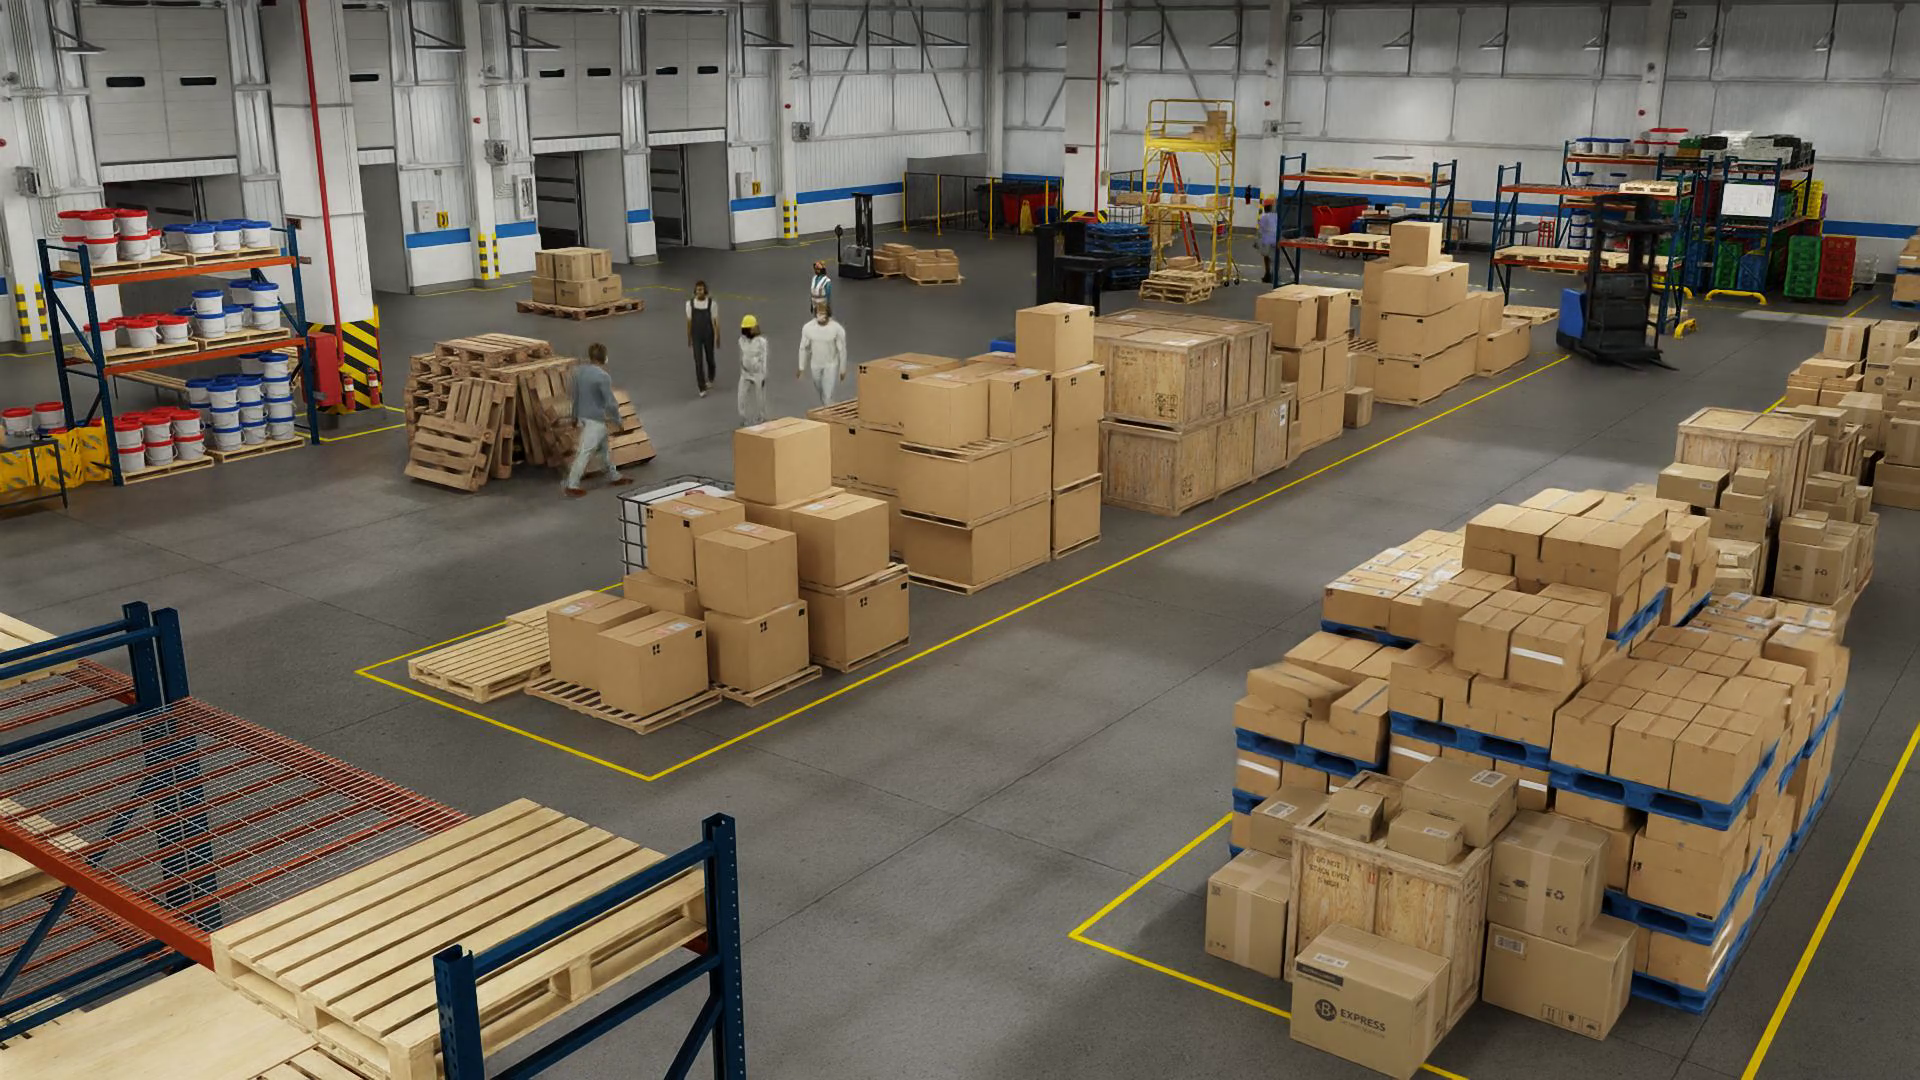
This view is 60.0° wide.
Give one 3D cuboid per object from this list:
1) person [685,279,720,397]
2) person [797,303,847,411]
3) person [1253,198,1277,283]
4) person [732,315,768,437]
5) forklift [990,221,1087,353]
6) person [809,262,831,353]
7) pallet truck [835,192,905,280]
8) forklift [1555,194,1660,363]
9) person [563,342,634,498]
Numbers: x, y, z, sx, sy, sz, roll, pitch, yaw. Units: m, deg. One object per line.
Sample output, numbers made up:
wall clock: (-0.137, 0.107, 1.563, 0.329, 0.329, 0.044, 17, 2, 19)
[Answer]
person: (-4.037, -3.203, 26.184, 0.510, 1.826, 0.737, -1, 17, -4)
person: (-1.941, -2.405, 23.442, 0.653, 1.881, 1.036, 5, 18, 17)
person: (7.013, -6.875, 38.188, 0.566, 1.910, 0.640, -13, 21, -36)
person: (-2.937, -2.278, 23.294, 0.501, 1.720, 0.701, 7, 18, 23)
forklift: (1.458, -3.274, 24.615, 1.873, 2.768, 1.129, 12, 21, 35)
person: (-2.469, -4.119, 29.525, 0.307, 1.641, 0.511, -16, 23, -42)
pallet truck: (-1.936, -7.159, 38.982, 1.885, 1.965, 0.823, -12, 21, -34)
forklift: (11.441, -4.641, 29.143, 1.129, 2.768, 1.873, -1, 17, -5)
person: (-4.504, -1.477, 20.384, 1.035, 1.884, 0.651, -13, 21, -37)
